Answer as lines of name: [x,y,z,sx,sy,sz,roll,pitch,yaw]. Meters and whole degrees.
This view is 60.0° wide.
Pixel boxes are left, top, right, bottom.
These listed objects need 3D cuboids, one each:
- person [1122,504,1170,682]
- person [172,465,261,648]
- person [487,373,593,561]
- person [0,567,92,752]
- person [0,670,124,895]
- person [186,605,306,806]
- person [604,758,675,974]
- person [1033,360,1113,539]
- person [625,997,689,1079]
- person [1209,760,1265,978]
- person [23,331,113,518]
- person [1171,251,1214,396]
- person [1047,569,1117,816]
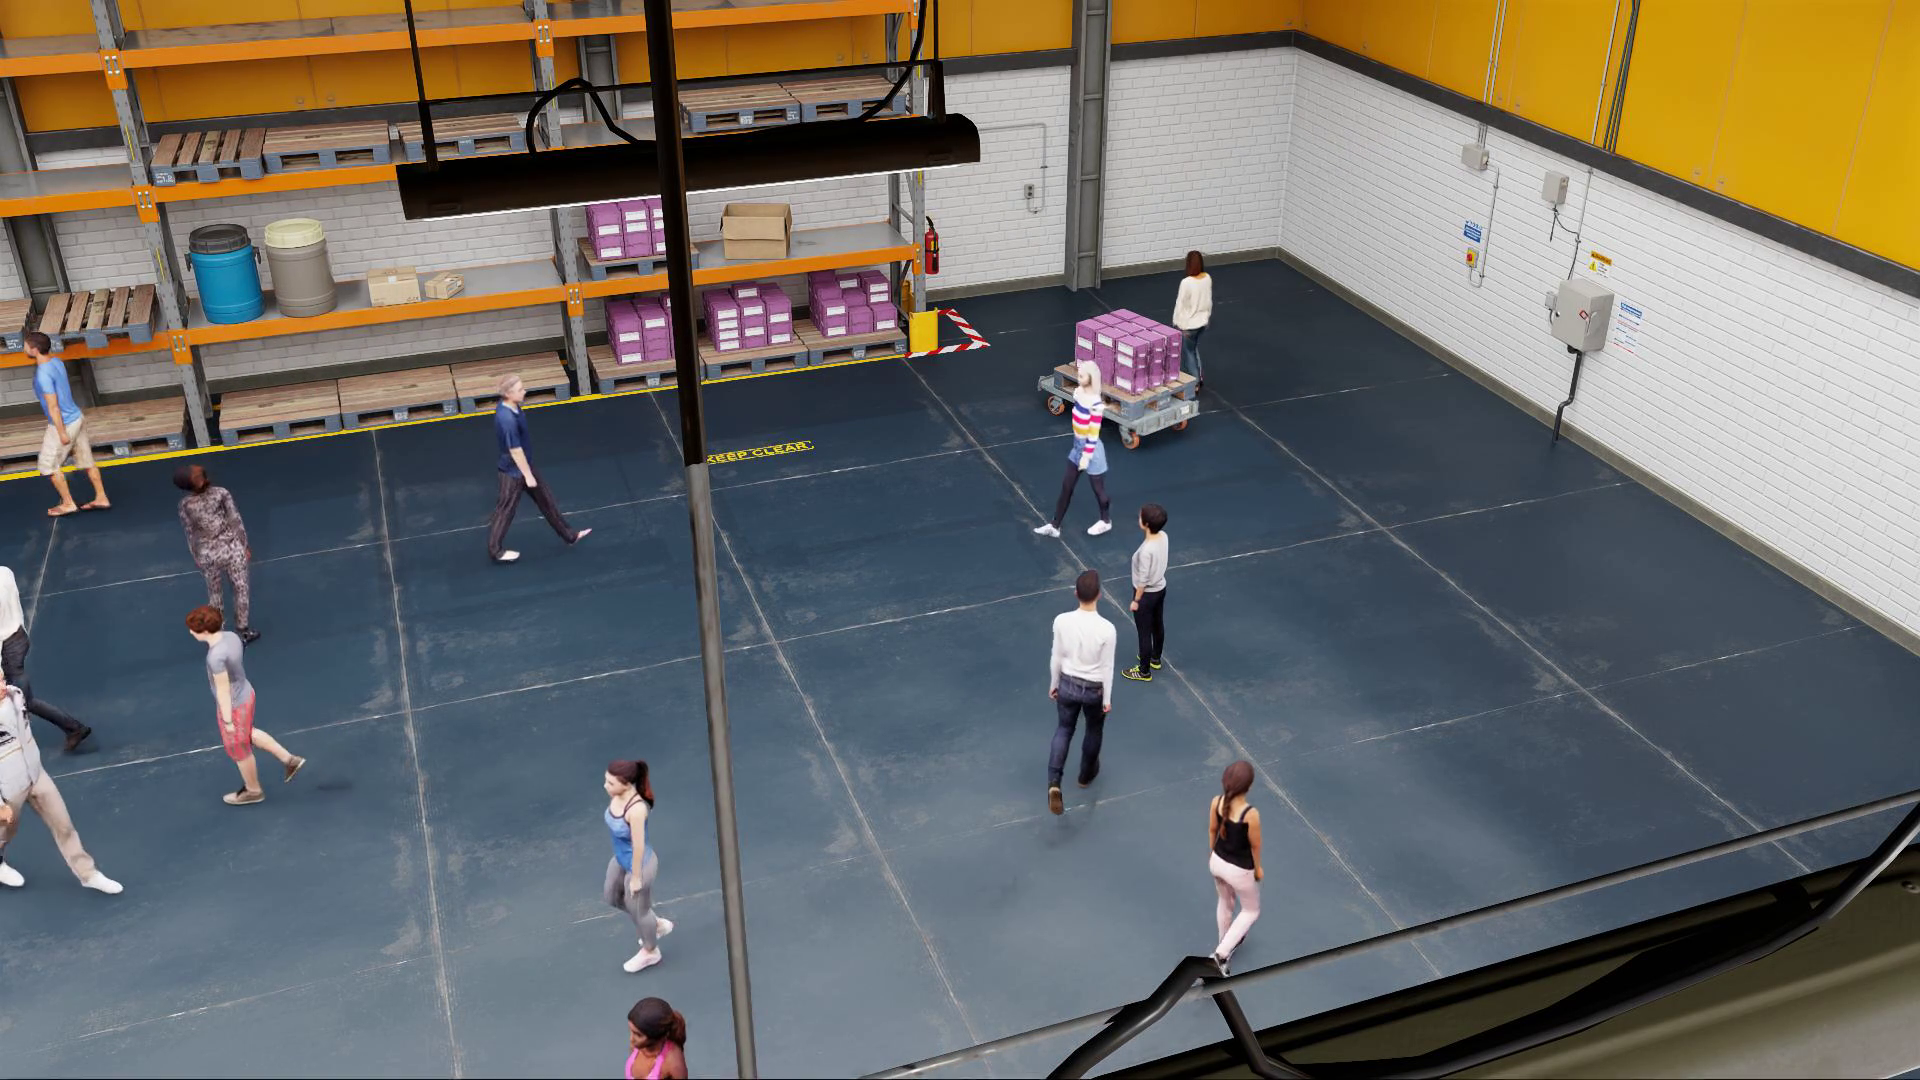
person: [1.535,0.408,13.388,0.679,1.553,0.595,17,33,28]
person: [-6.088,0.122,13.770,0.515,1.690,0.685,-1,29,-2]
person: [-4.087,-0.606,14.970,1.237,1.819,0.860,-4,29,-7]
person: [-6.968,0.817,12.327,1.064,1.851,0.796,-5,29,-9]
person: [-6.303,1.585,10.960,1.315,1.812,1.168,8,30,14]
person: [-5.091,1.173,11.898,0.890,1.637,0.702,-3,29,-5]
person: [-1.986,2.002,10.417,0.670,1.599,0.624,-15,32,-26]
person: [1.264,-0.820,15.414,1.067,1.770,0.750,-15,32,-25]
person: [-1.435,2.977,8.506,0.749,1.718,0.832,23,36,36]
person: [1.678,2.064,10.346,0.726,1.558,0.859,24,37,37]
person: [-8.453,-1.109,15.862,0.868,1.847,0.753,-2,29,-4]
person: [2.626,-2.359,18.339,0.646,1.670,0.760,-21,35,-33]
person: [0.839,1.106,11.808,1.088,1.841,1.115,11,30,19]
